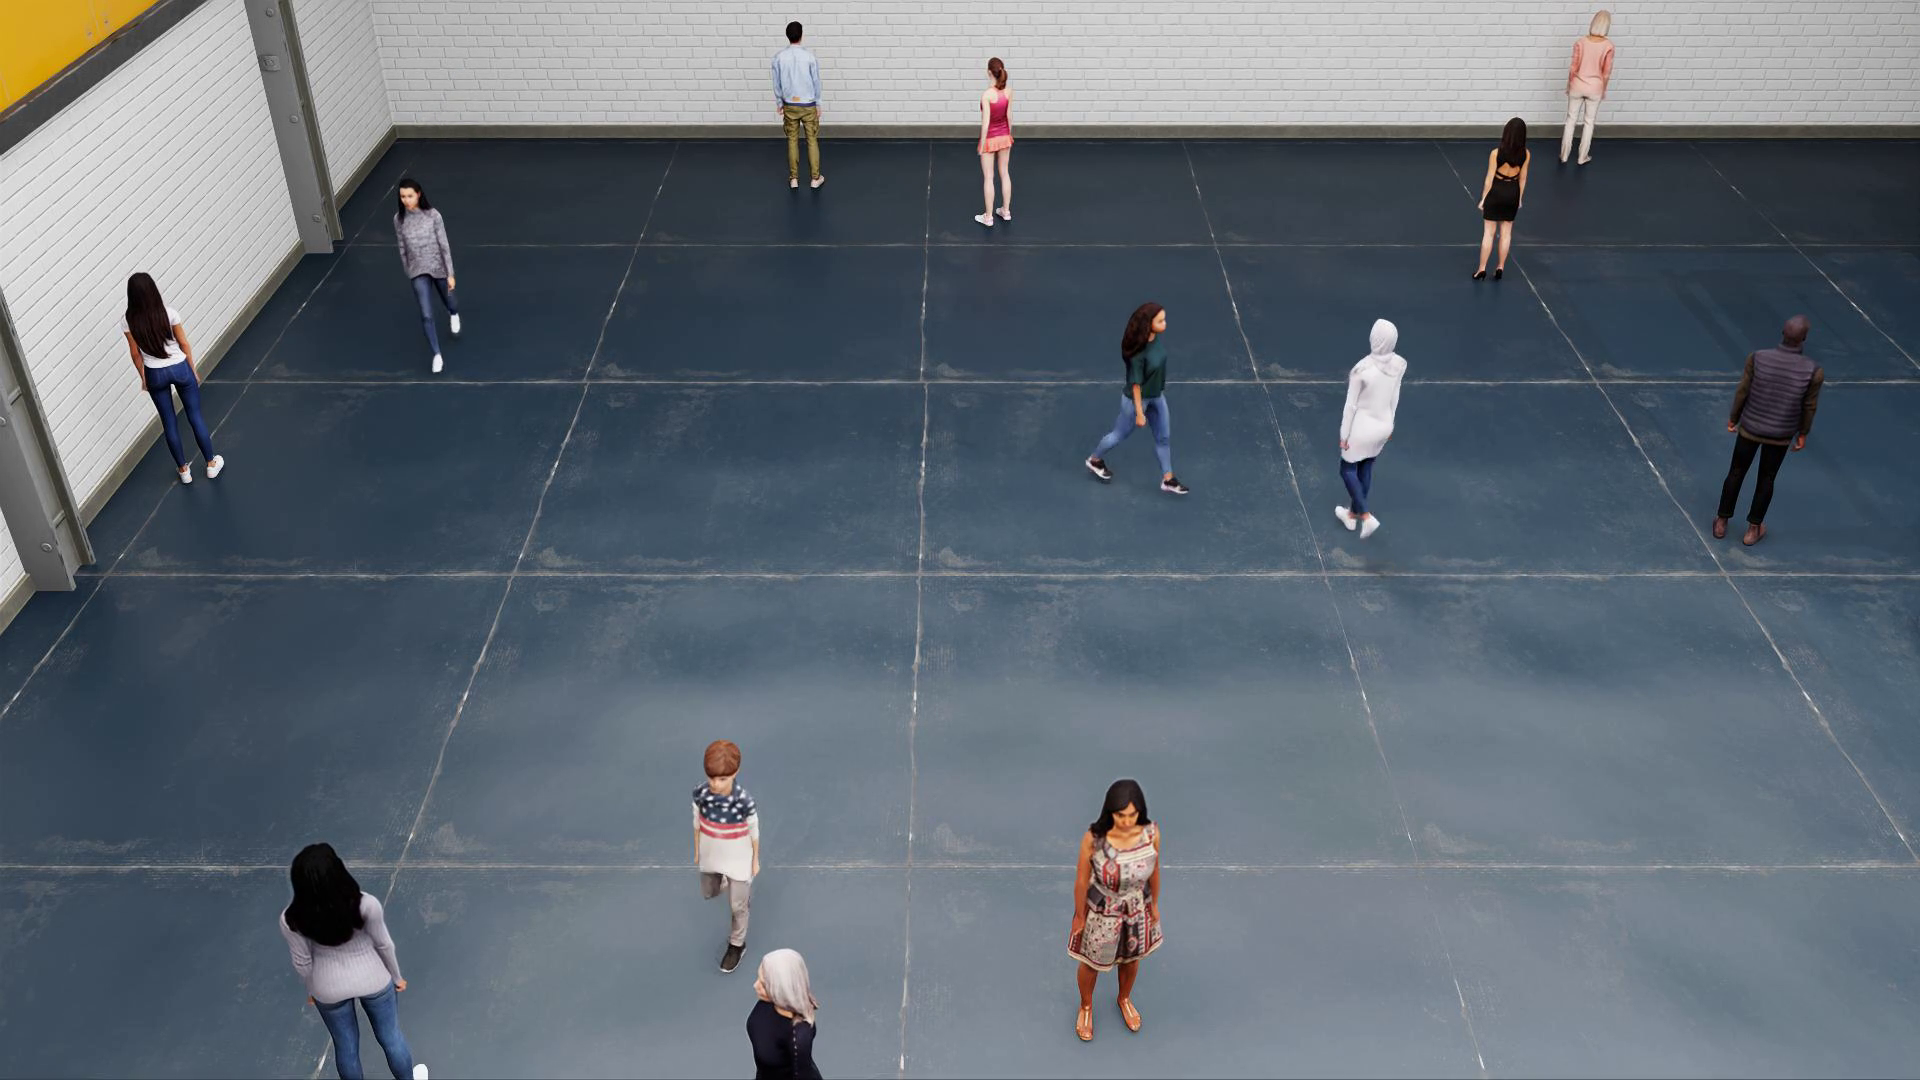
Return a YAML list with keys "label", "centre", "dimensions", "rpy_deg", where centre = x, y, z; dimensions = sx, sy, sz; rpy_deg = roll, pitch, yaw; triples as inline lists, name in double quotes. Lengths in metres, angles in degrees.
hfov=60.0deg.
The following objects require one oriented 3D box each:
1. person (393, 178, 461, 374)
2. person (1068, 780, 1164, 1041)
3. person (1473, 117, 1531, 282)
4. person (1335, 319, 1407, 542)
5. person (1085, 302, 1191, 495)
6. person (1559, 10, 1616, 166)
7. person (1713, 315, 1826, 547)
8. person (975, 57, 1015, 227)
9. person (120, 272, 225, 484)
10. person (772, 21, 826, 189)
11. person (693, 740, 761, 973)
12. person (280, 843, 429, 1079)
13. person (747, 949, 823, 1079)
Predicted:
- label: "person"
  centre: [-4.678, -2.401, 14.731]
  dimensions: [0.734, 1.701, 1.133]
  rpy_deg: [-5, 34, -8]
- label: "person"
  centre: [0.794, 1.847, 8.391]
  dimensions: [0.692, 1.645, 0.597]
  rpy_deg: [-7, 34, -10]
- label: "person"
  centre: [5.252, -3.282, 16.102]
  dimensions: [0.549, 1.650, 0.466]
  rpy_deg: [1, 34, 1]
- label: "person"
  centre: [3.030, -0.766, 12.215]
  dimensions: [0.765, 1.762, 0.965]
  rpy_deg: [-9, 35, -13]
- label: "person"
  centre: [1.323, -1.099, 12.886]
  dimensions: [1.027, 1.575, 1.125]
  rpy_deg: [18, 38, 25]
- label: "person"
  centre: [7.082, -5.111, 18.786]
  dimensions: [0.680, 1.725, 0.665]
  rpy_deg: [13, 36, 18]
- label: "person"
  centre: [5.922, -0.814, 12.222]
  dimensions: [0.781, 1.835, 0.772]
  rpy_deg: [19, 38, 26]
- label: "person"
  centre: [0.367, -4.163, 17.333]
  dimensions: [0.671, 1.754, 0.718]
  rpy_deg: [-22, 40, -30]
- label: "person"
  centre: [-6.153, -1.261, 12.948]
  dimensions: [0.646, 1.775, 0.619]
  rpy_deg: [-11, 35, -15]
- label: "person"
  centre: [-1.750, -4.743, 18.155]
  dimensions: [0.684, 1.812, 0.573]
  rpy_deg: [2, 34, 4]
- label: "person"
  centre: [-1.239, 1.625, 8.919]
  dimensions: [0.669, 1.430, 0.865]
  rpy_deg: [9, 35, 14]
- label: "person"
  centre: [-2.890, 2.116, 7.904]
  dimensions: [0.655, 1.736, 0.607]
  rpy_deg: [-8, 34, -12]
- label: "person"
  centre: [-0.764, 2.448, 7.394]
  dimensions: [0.745, 1.747, 0.638]
  rpy_deg: [-15, 36, -21]
